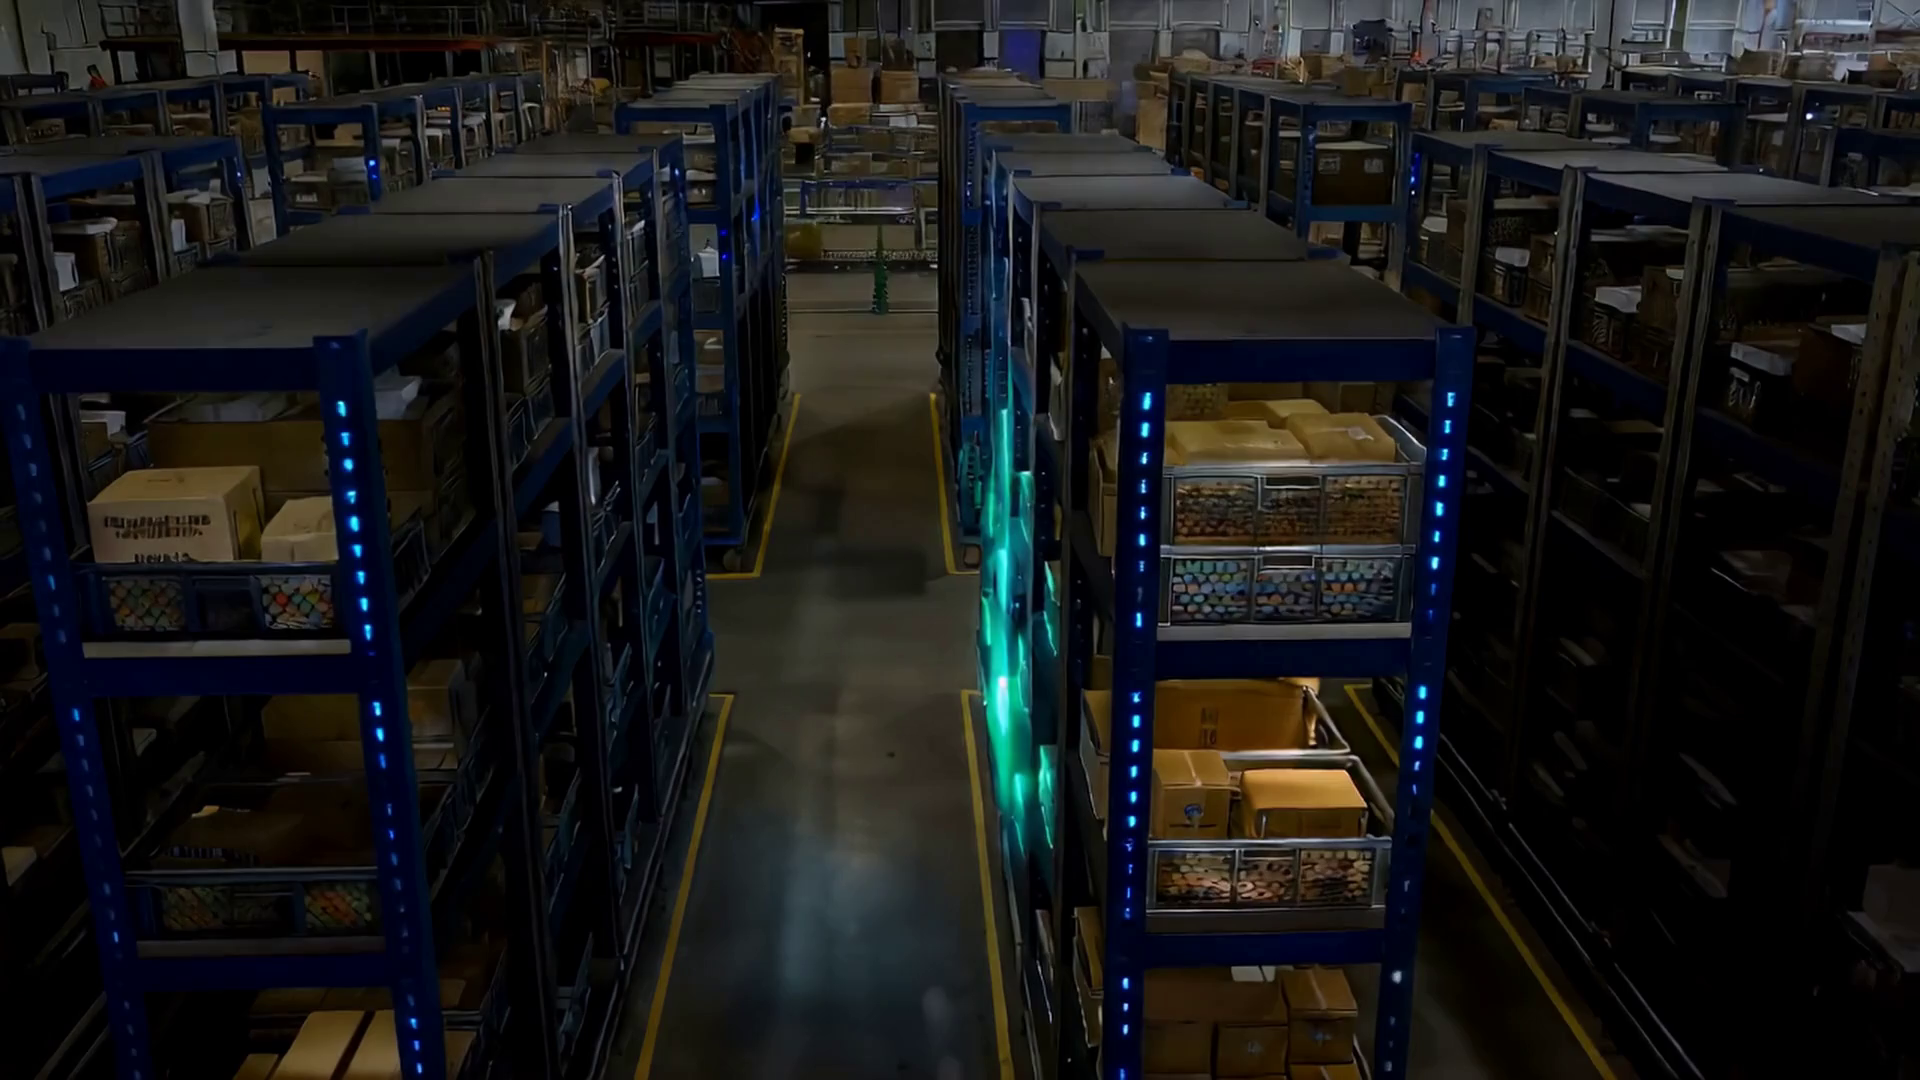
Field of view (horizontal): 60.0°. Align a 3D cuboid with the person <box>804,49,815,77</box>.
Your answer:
[{"bbox_3d":[-7.857,-24.630,86.898,0.612,1.995,0.376,4,18,12],"label":"person"}]

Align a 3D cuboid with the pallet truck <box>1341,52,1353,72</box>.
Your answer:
[{"bbox_3d":[18.794,-23.123,82.231,0.823,1.965,1.885,-13,22,-35],"label":"pallet truck"}]

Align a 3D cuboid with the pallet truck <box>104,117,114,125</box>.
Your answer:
[{"bbox_3d":[-18.367,-7.885,35.078,1.885,1.965,0.823,1,18,2],"label":"pallet truck"}]

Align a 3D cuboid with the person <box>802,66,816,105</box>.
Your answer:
[{"bbox_3d":[-5.627,-17.030,63.307,0.781,2.000,0.691,4,18,13],"label":"person"}]

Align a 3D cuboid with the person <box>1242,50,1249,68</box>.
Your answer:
[{"bbox_3d":[14.791,-24.536,86.682,0.971,1.958,0.614,8,20,24],"label":"person"}]

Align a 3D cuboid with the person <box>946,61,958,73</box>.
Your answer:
[{"bbox_3d":[-0.358,-19.361,70.725,0.731,1.912,0.612,-8,20,-24],"label":"person"}]

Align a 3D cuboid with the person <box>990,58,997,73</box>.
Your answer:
[{"bbox_3d":[1.486,-19.871,72.183,1.056,1.983,0.612,-5,18,-14],"label":"person"}]

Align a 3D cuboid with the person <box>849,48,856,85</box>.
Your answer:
[{"bbox_3d":[-5.842,-25.825,90.705,0.384,1.925,0.593,5,19,16],"label":"person"}]

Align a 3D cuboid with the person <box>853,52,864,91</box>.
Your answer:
[{"bbox_3d":[-5.166,-23.841,84.585,0.580,1.909,0.815,0,18,-1],"label":"person"}]

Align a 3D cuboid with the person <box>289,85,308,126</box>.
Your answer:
[{"bbox_3d":[-22.974,-15.155,57.757,0.573,1.883,0.354,-13,22,-35],"label":"person"}]

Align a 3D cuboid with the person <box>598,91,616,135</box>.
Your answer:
[{"bbox_3d":[-11.787,-14.278,55.284,0.746,1.740,0.523,4,18,11],"label":"person"}]

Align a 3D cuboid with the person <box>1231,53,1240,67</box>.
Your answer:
[{"bbox_3d":[14.104,-24.011,85.254,0.459,1.832,0.638,8,19,22],"label":"person"}]

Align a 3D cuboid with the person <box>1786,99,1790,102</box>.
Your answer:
[{"bbox_3d":[33.564,-18.046,66.692,0.893,1.880,0.615,10,20,28],"label":"person"}]

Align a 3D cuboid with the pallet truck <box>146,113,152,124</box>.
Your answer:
[{"bbox_3d":[-18.087,-8.309,36.390,1.885,1.965,0.823,-1,18,-4],"label":"pallet truck"}]

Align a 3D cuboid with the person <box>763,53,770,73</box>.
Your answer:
[{"bbox_3d":[-10.377,-25.244,89.189,0.425,1.750,0.540,-15,23,-39],"label":"person"}]

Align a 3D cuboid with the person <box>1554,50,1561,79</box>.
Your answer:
[{"bbox_3d":[32.410,-25.596,90.085,0.407,1.870,0.617,-15,23,-40],"label":"person"}]

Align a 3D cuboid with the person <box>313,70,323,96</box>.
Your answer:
[{"bbox_3d":[-24.246,-16.740,62.675,0.952,1.886,0.599,-2,18,-7],"label":"person"}]

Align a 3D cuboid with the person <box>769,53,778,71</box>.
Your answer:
[{"bbox_3d":[-9.800,-25.026,88.423,0.863,1.806,0.656,-12,22,-34],"label":"person"}]

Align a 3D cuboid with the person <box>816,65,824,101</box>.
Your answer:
[{"bbox_3d":[-5.479,-17.681,65.485,0.359,1.939,0.543,-3,18,-8],"label":"person"}]

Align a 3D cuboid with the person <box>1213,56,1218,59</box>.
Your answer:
[{"bbox_3d":[12.276,-22.246,79.739,0.578,1.853,0.530,-6,19,-17],"label":"person"}]

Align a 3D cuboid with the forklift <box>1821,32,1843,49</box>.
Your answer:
[{"bbox_3d":[46.003,-25.465,88.067,1.129,2.768,1.873,-1,18,-2],"label":"forklift"}]

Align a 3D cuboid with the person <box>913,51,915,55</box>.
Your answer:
[{"bbox_3d":[-2.646,-26.882,94.364,0.570,1.677,0.541,-2,18,-5],"label":"person"}]
